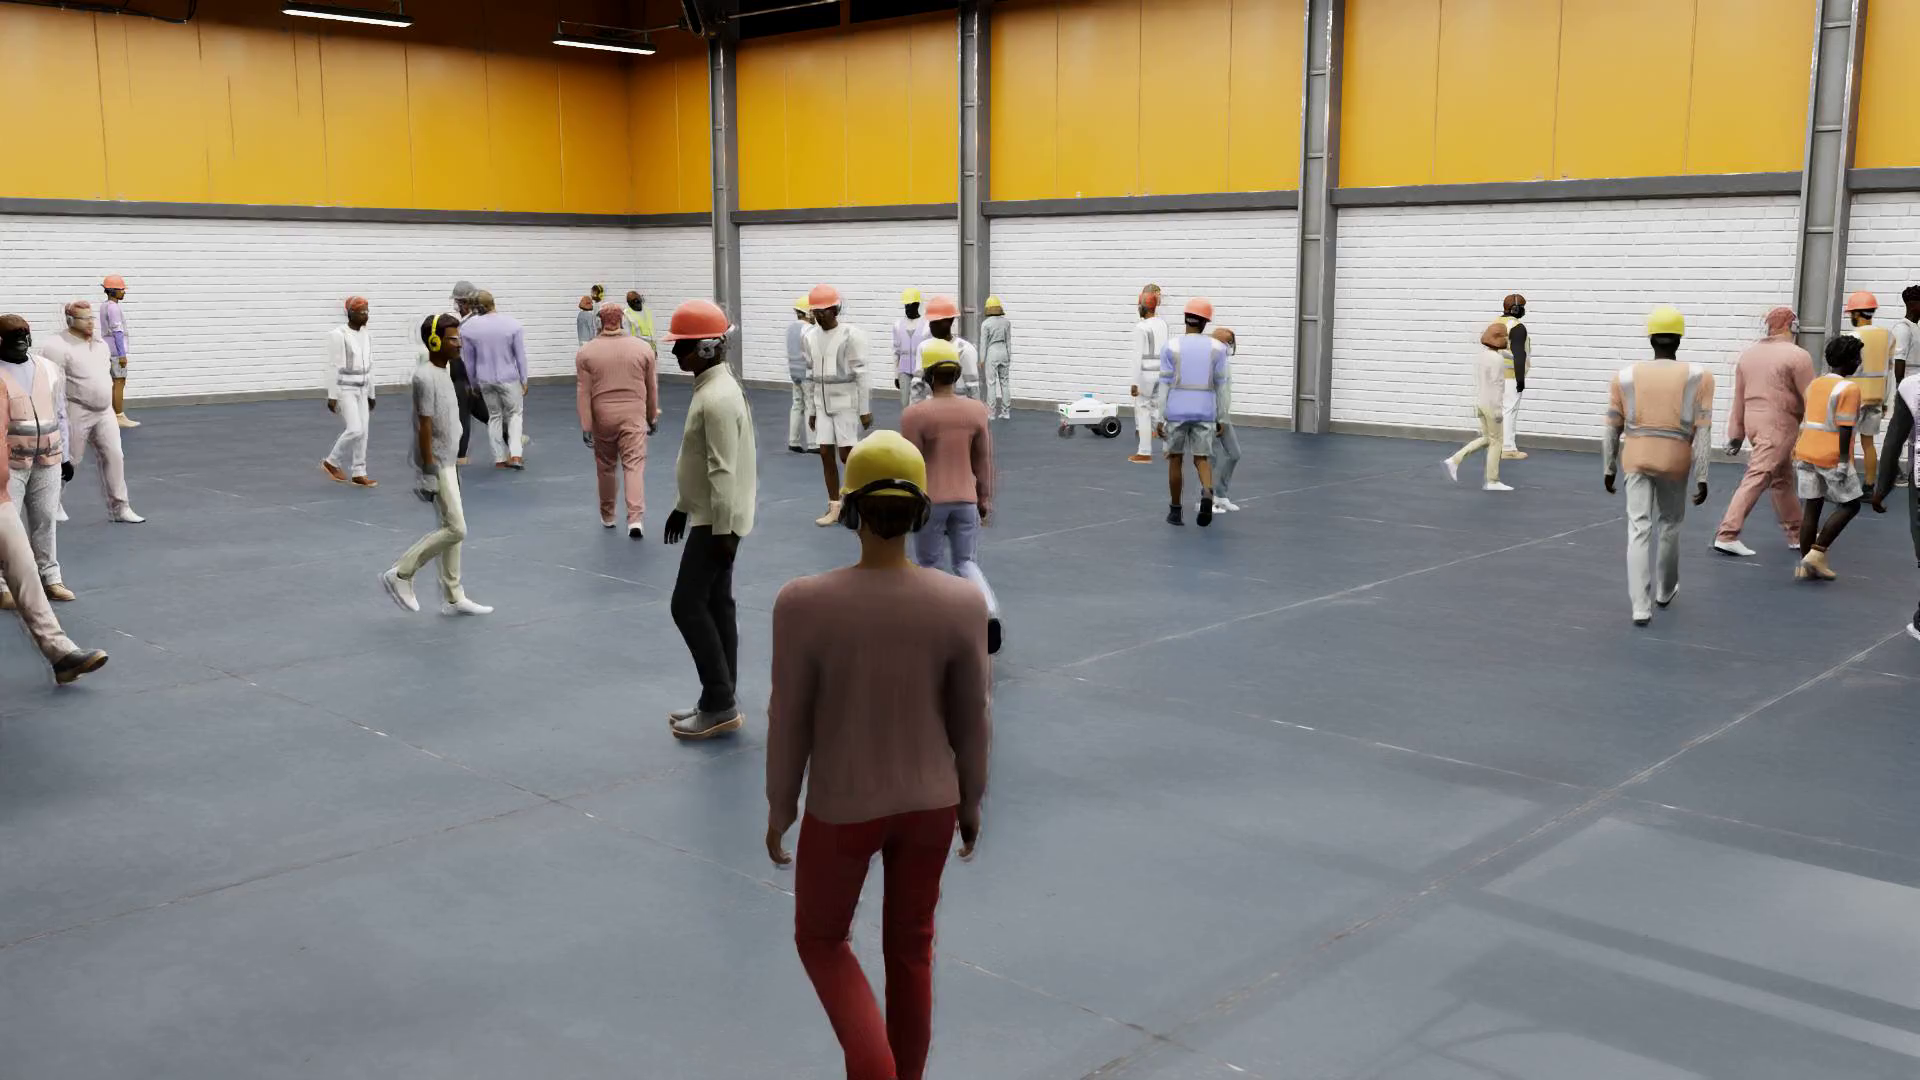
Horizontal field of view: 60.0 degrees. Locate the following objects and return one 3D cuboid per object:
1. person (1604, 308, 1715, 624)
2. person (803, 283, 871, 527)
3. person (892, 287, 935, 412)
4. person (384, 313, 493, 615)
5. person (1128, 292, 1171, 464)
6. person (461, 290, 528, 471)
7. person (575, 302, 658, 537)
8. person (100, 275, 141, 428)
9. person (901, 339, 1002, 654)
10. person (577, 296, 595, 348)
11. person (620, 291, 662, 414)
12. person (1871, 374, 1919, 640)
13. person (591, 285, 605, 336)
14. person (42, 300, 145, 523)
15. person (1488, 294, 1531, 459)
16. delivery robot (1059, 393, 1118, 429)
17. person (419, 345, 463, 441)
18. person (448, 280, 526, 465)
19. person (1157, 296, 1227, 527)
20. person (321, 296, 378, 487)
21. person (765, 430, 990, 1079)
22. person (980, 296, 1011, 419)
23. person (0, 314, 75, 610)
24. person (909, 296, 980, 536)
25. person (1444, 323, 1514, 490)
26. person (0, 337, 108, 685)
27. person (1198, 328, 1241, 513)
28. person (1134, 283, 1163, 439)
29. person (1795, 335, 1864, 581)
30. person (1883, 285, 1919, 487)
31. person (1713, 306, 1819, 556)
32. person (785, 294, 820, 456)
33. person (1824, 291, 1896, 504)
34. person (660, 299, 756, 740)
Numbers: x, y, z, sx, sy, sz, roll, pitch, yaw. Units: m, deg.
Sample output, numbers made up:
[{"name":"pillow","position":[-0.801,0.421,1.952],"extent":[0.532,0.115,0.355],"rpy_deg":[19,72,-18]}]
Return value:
[{"name":"person","position":[4.244,-0.461,10.133],"extent":[0.608,1.872,0.979],"rpy_deg":[5,10,27]},{"name":"person","position":[-0.985,-1.119,13.802],"extent":[0.633,2.009,0.703],"rpy_deg":[7,11,35]},{"name":"person","position":[-0.502,-1.981,19.350],"extent":[0.598,1.908,0.720],"rpy_deg":[3,10,19]},{"name":"person","position":[-3.176,-0.440,10.074],"extent":[0.530,1.856,0.544],"rpy_deg":[-1,9,-4]},{"name":"person","position":[2.094,-1.745,18.022],"extent":[0.537,1.870,0.597],"rpy_deg":[8,12,41]},{"name":"person","position":[-4.822,-1.644,17.331],"extent":[0.659,1.900,0.447],"rpy_deg":[0,9,-1]},{"name":"person","position":[-2.733,-0.969,13.311],"extent":[0.636,1.867,0.985],"rpy_deg":[-2,9,-12]},{"name":"person","position":[-11.227,-2.511,22.198],"extent":[0.379,2.041,0.616],"rpy_deg":[-7,12,-38]},{"name":"person","position":[-0.046,-0.199,8.908],"extent":[0.532,1.748,0.572],"rpy_deg":[-5,11,-29]},{"name":"person","position":[-6.620,-3.502,29.528],"extent":[0.285,1.633,0.501],"rpy_deg":[-8,12,-39]},{"name":"person","position":[-4.646,-2.704,24.135],"extent":[0.435,1.808,0.701],"rpy_deg":[6,11,31]},{"name":"person","position":[5.396,-0.286,9.119],"extent":[0.608,1.872,0.997],"rpy_deg":[2,9,12]},{"name":"person","position":[-6.627,-3.756,30.503],"extent":[0.789,1.820,0.547],"rpy_deg":[-6,11,-32]},{"name":"person","position":[-7.337,-1.063,13.870],"extent":[0.957,1.869,0.655],"rpy_deg":[4,10,21]},{"name":"person","position":[6.171,-1.833,18.659],"extent":[0.429,1.842,0.636],"rpy_deg":[-2,9,-10]},{"name":"delivery robot","position":[1.612,-1.609,20.935],"extent":[0.707,0.478,0.477],"rpy_deg":[-2,9,-13]},{"name":"person","position":[-5.142,-1.360,16.411],"extent":[0.383,1.624,0.543],"rpy_deg":[0,9,3]},{"name":"person","position":[-5.230,-1.838,18.083],"extent":[0.896,2.000,0.683],"rpy_deg":[-3,10,-17]},{"name":"person","position":[1.899,-1.025,13.539],"extent":[0.566,1.907,0.740],"rpy_deg":[-1,9,-5]},{"name":"person","position":[-5.885,-1.419,16.057],"extent":[0.489,1.863,0.634],"rpy_deg":[3,10,19]},{"name":"person","position":[-0.170,0.624,3.862],"extent":[0.542,1.750,0.523],"rpy_deg":[-3,10,-20]},{"name":"person","position":[0.499,-2.566,23.488],"extent":[0.489,1.738,0.312],"rpy_deg":[-5,11,-30]},{"name":"person","position":[-5.892,-0.495,10.457],"extent":[0.429,1.842,0.636],"rpy_deg":[6,11,33]},{"name":"person","position":[-0.193,-0.940,12.986],"extent":[0.548,1.899,0.893],"rpy_deg":[8,12,41]},{"name":"person","position":[5.011,-1.270,15.910],"extent":[0.564,1.615,0.504],"rpy_deg":[0,9,1]},{"name":"person","position":[-4.848,-0.194,8.290],"extent":[1.004,1.939,0.654],"rpy_deg":[2,9,12]},{"name":"person","position":[2.270,-1.022,14.390],"extent":[0.452,1.611,0.537],"rpy_deg":[5,11,30]},{"name":"person","position":[2.364,-2.242,20.872],"extent":[0.373,1.941,0.627],"rpy_deg":[0,9,2]},{"name":"person","position":[5.867,-0.544,11.234],"extent":[0.362,1.679,0.530],"rpy_deg":[-1,9,-9]},{"name":"person","position":[9.281,-1.513,16.316],"extent":[0.361,1.964,0.617],"rpy_deg":[7,12,37]},{"name":"person","position":[6.068,-0.802,12.347],"extent":[1.046,1.839,0.656],"rpy_deg":[-1,9,-8]},{"name":"person","position":[-1.738,-1.869,18.926],"extent":[0.404,1.835,0.592],"rpy_deg":[-7,12,-38]},{"name":"person","position":[8.080,-1.272,14.981],"extent":[0.563,1.920,0.418],"rpy_deg":[-2,9,-10]},{"name":"person","position":[-1.145,-0.097,7.569],"extent":[0.441,1.987,0.639],"rpy_deg":[-1,9,-6]}]
